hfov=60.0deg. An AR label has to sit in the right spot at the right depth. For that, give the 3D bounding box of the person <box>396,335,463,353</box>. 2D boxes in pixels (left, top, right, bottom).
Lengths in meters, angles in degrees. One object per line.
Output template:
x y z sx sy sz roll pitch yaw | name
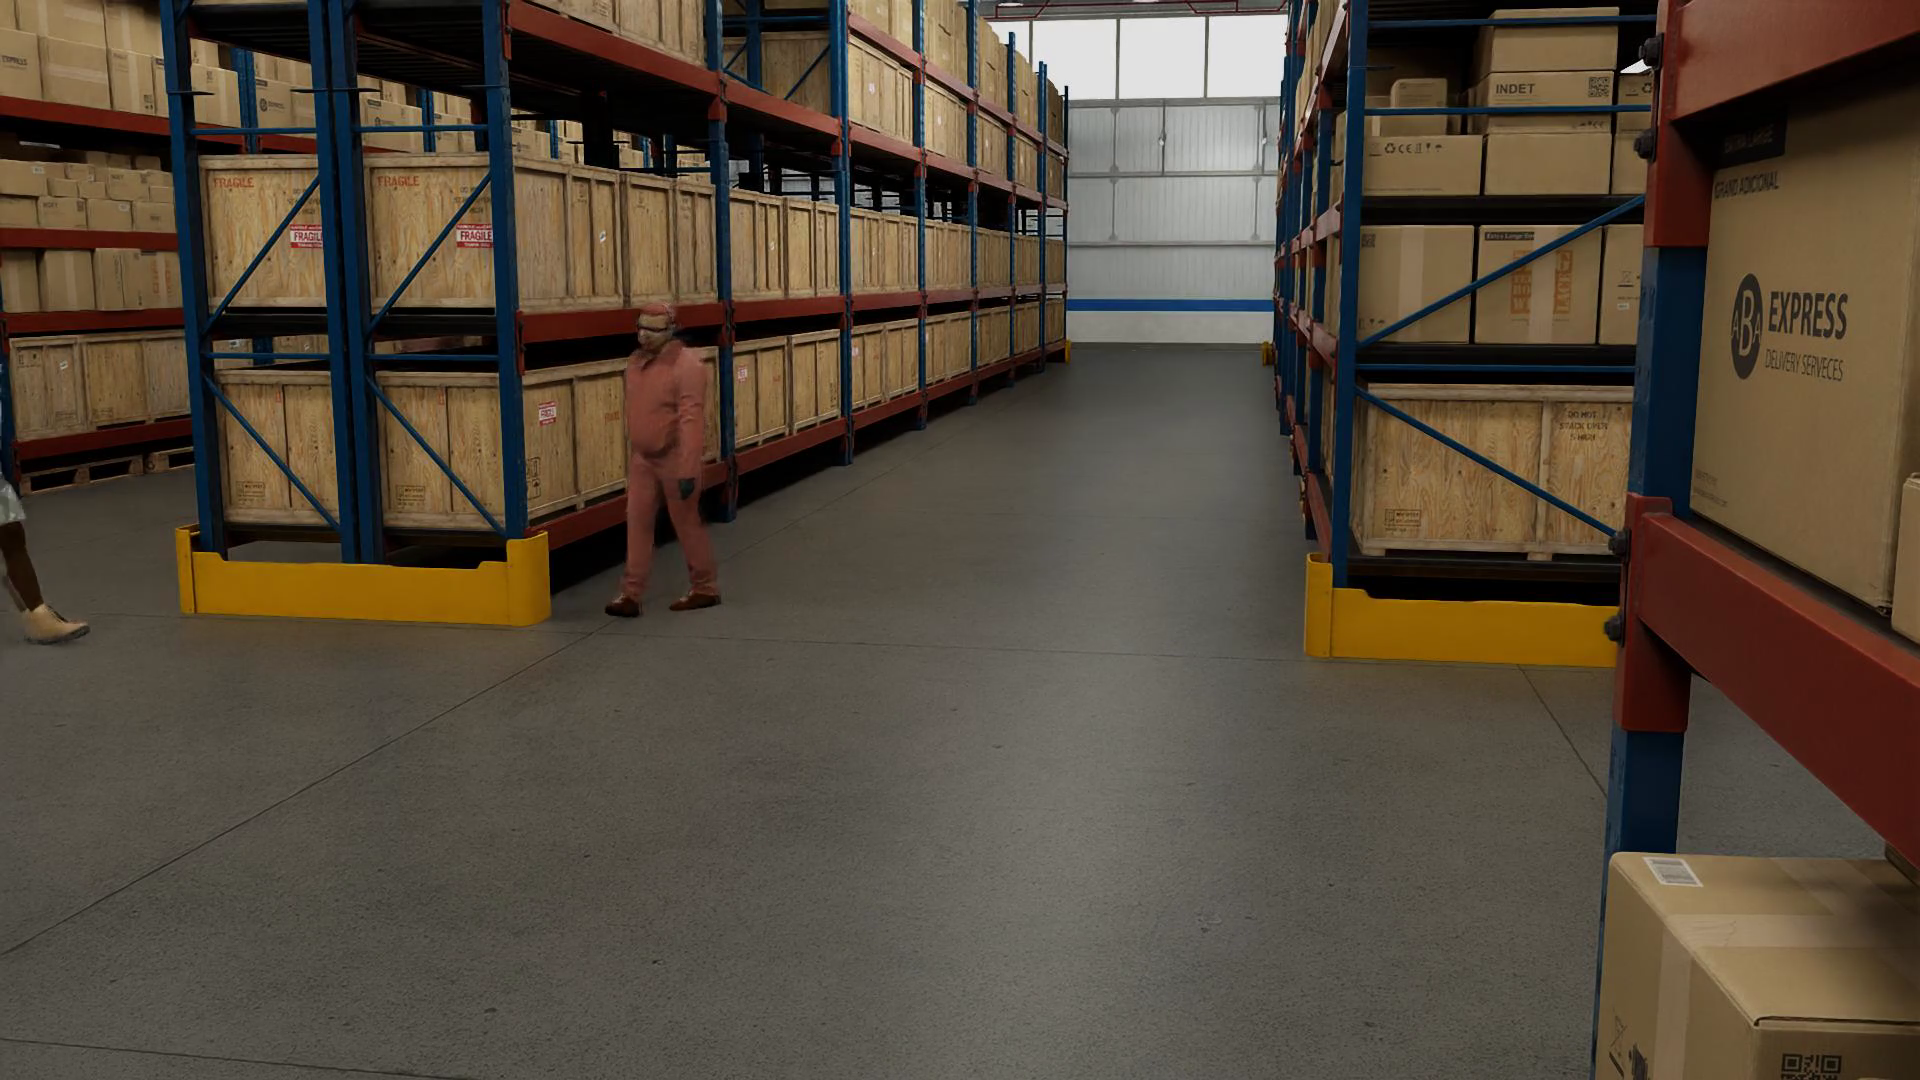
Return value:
-5.352 -1.604 16.759 0.653 1.880 0.667 1 9 7 | person

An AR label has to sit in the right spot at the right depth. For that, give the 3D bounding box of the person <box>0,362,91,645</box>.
-5.300 -0.391 8.902 1.070 1.986 0.632 1 9 9 | person

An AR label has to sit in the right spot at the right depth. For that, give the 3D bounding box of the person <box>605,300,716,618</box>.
-1.744 -0.450 9.650 0.666 1.854 0.917 7 12 37 | person
